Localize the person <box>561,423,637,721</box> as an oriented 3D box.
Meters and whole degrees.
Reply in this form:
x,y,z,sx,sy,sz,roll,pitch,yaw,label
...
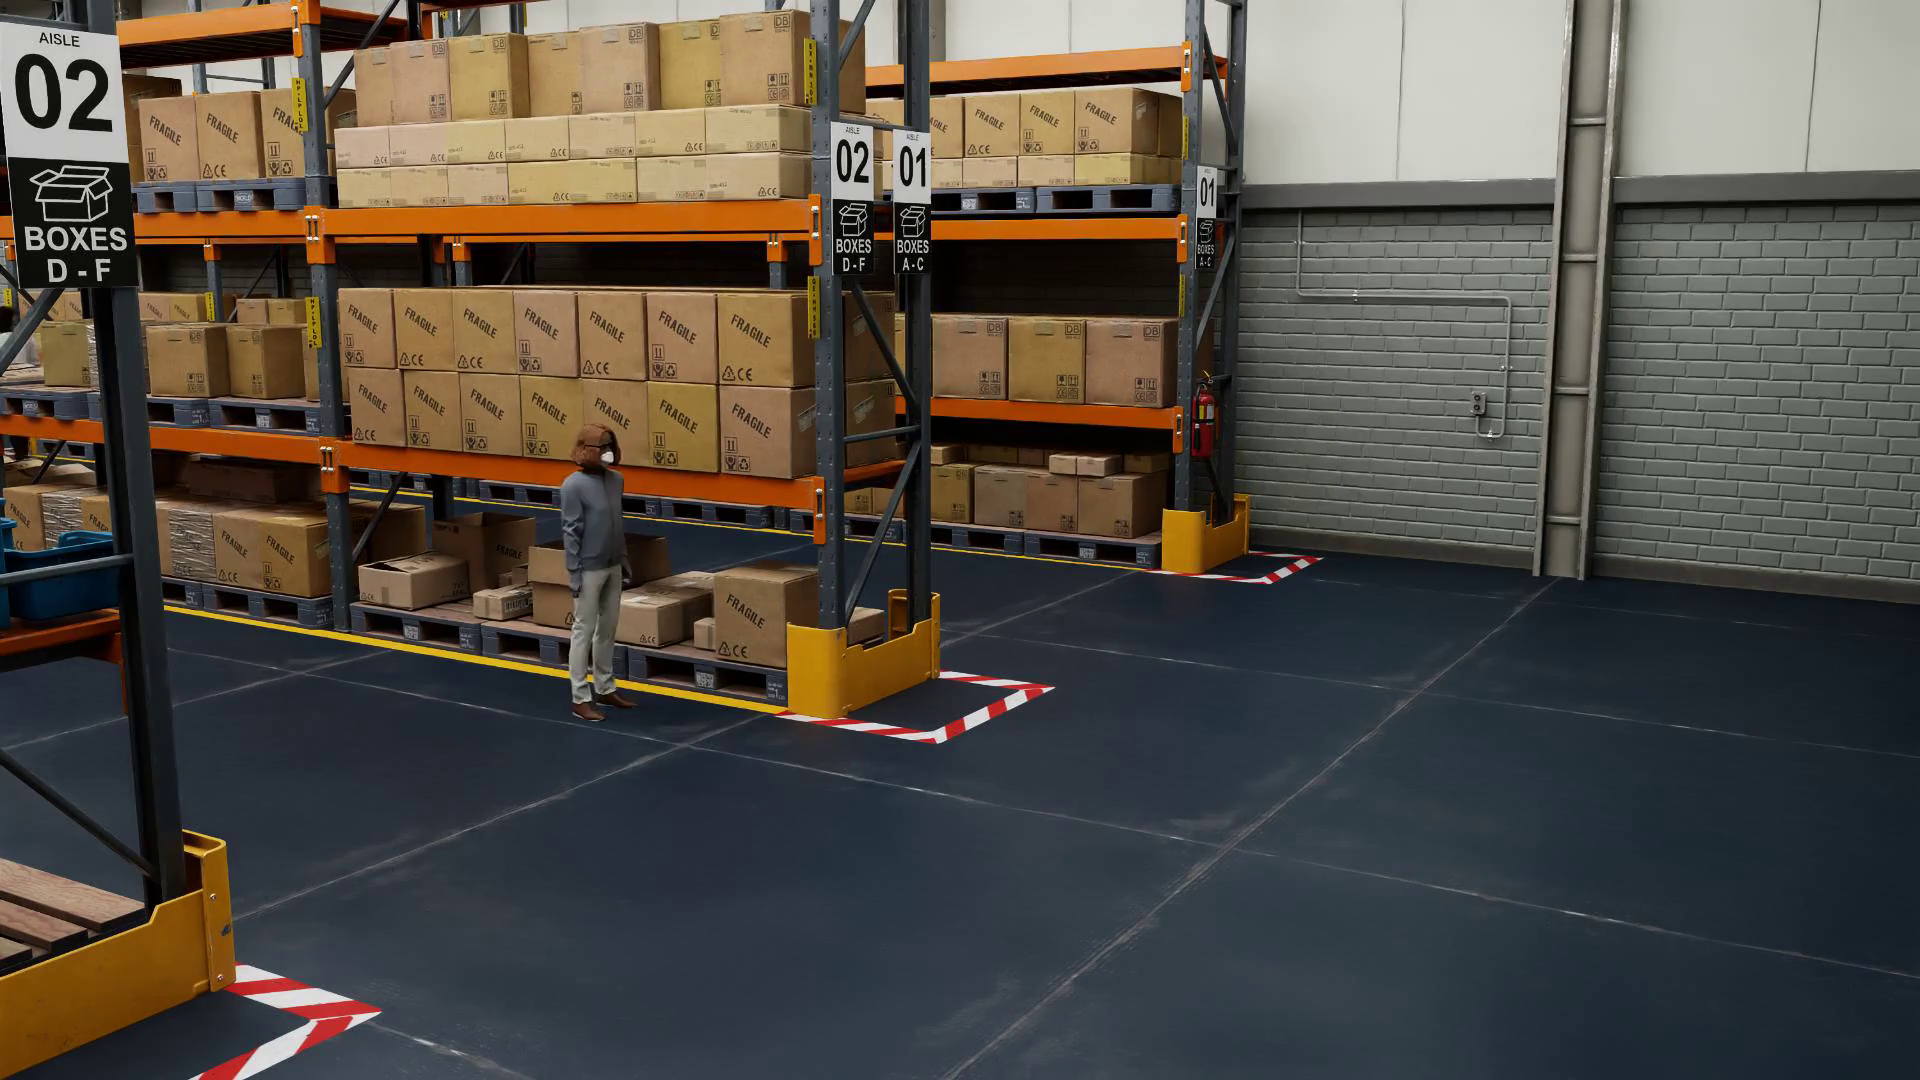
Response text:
x,y,z,sx,sy,sz,roll,pitch,yaw,label
-1.993,0.170,9.170,0.313,1.641,0.510,5,11,25,person

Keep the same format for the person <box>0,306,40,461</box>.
x,y,z,sx,sy,sz,roll,pitch,yaw,label
-11.277,-1.797,19.726,0.690,1.943,0.643,8,13,40,person
